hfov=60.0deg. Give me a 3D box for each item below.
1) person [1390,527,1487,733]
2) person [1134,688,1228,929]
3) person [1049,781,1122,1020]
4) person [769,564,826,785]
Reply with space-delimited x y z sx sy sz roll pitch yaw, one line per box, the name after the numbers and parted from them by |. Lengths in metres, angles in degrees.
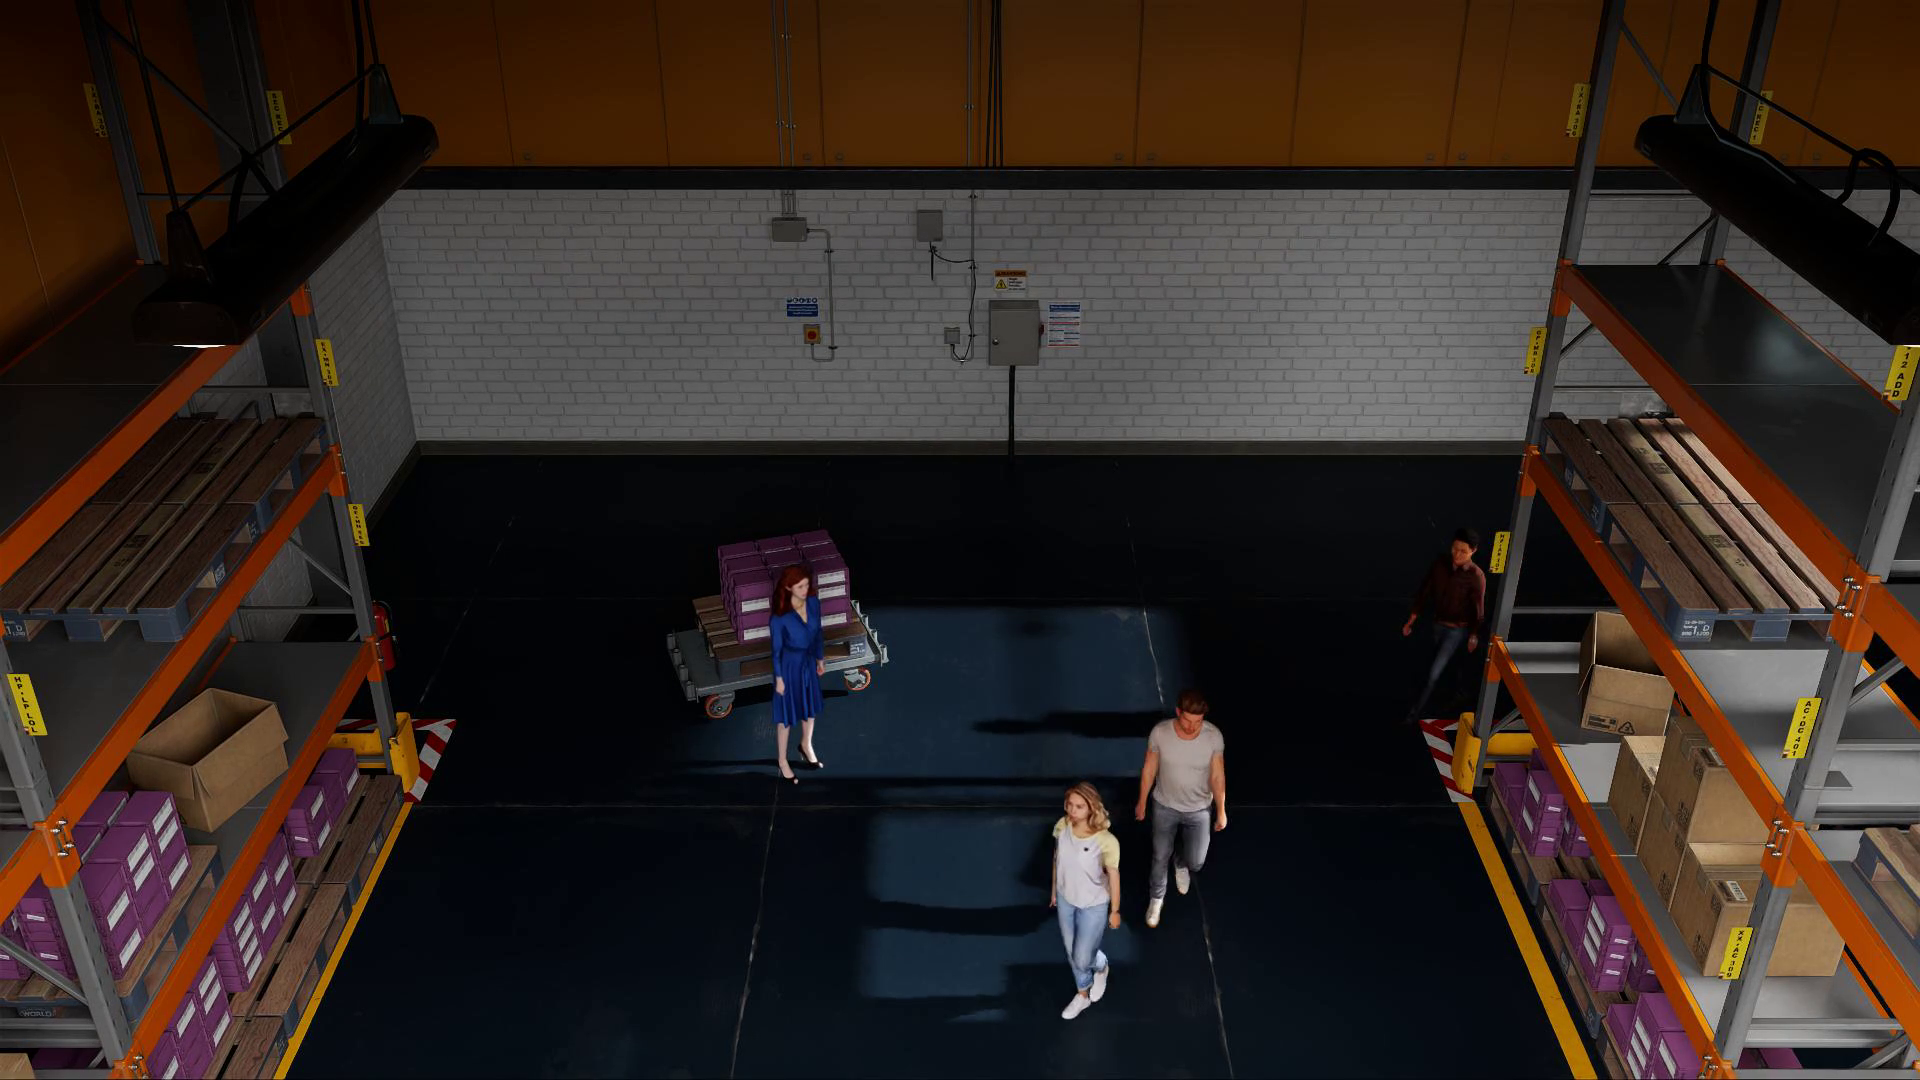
3.833 0.661 12.840 1.121 1.716 1.204 -16 33 -27 | person
1.456 1.675 10.819 0.815 1.870 0.844 6 29 11 | person
0.800 2.154 10.105 0.795 1.714 0.849 22 36 35 | person
-1.195 0.966 12.168 0.709 1.824 0.768 -25 38 -38 | person
